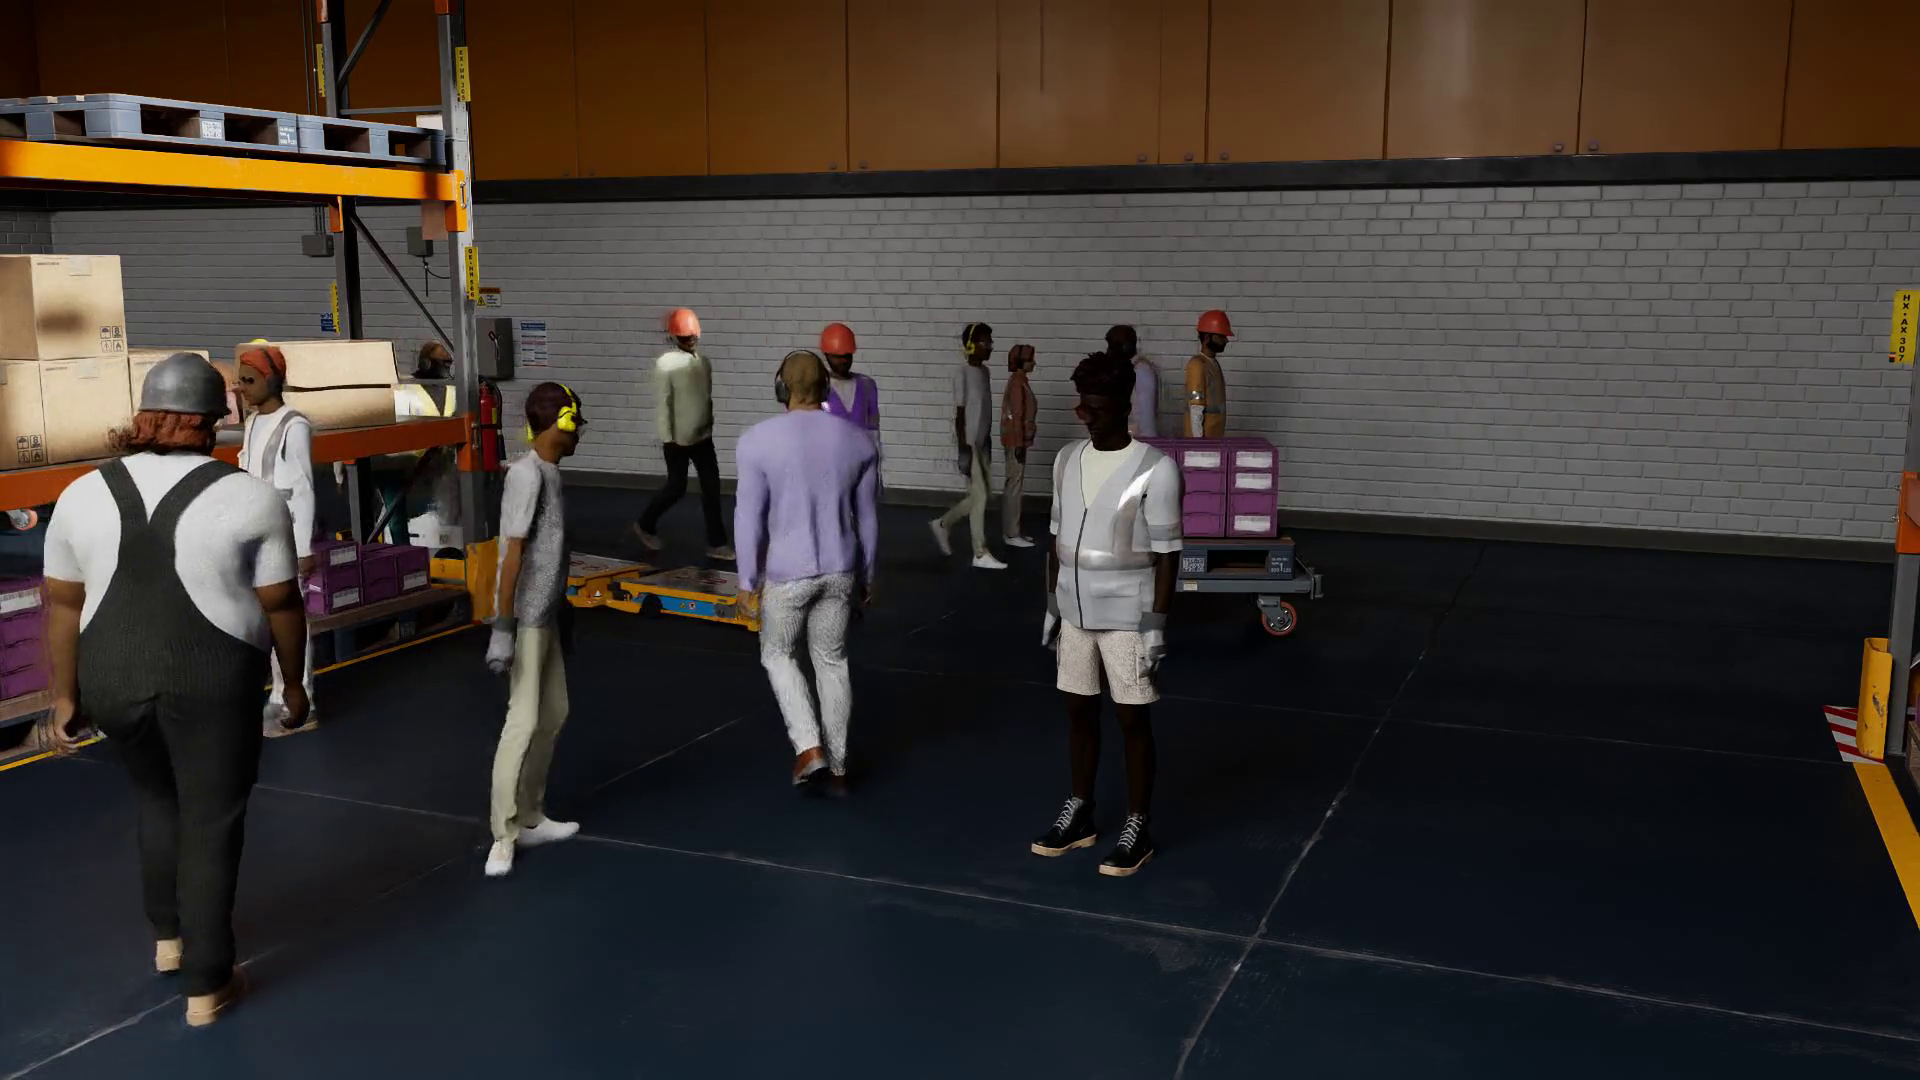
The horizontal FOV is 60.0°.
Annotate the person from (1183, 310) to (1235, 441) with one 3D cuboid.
[{"bbox_3d":[1.901,-0.783,12.705,0.373,1.933,0.551,4,10,21],"label":"person"}]

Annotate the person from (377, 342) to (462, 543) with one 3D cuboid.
[{"bbox_3d":[-3.808,-0.532,11.829,1.121,1.741,0.640,6,11,30],"label":"person"}]

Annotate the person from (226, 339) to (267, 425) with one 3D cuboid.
[{"bbox_3d":[-4.798,-0.501,11.498,0.305,1.772,0.527,6,11,31],"label":"person"}]

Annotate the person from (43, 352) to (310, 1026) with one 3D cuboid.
[{"bbox_3d":[-2.370,0.410,5.160,0.707,2.000,0.780,0,9,-2],"label":"person"}]

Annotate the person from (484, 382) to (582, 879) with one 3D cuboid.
[{"bbox_3d":[-1.626,0.329,6.299,0.398,1.829,0.707,0,9,0],"label":"person"}]

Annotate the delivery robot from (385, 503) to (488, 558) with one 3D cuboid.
[{"bbox_3d":[-3.786,-0.026,12.008,0.707,0.478,0.477,2,10,14],"label":"delivery robot"}]

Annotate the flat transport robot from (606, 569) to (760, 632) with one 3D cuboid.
[{"bbox_3d":[-1.544,0.370,10.751,1.431,0.197,0.652,6,11,33],"label":"flat transport robot"}]

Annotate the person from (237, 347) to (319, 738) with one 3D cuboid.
[{"bbox_3d":[-3.354,0.001,8.132,0.403,1.883,0.598,-8,13,-42],"label":"person"}]

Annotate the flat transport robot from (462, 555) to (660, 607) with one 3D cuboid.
[{"bbox_3d":[-2.766,0.246,11.499,1.431,0.197,0.652,7,12,37],"label":"flat transport robot"}]

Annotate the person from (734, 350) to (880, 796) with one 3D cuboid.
[{"bbox_3d":[-0.646,0.156,7.086,0.686,1.915,0.464,-5,11,-27],"label":"person"}]

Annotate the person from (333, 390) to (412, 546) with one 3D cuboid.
[{"bbox_3d":[-3.982,-0.458,11.288,0.528,1.760,0.338,-6,11,-32],"label":"person"}]

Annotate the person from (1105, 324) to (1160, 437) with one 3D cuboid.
[{"bbox_3d":[1.360,-0.769,12.990,0.487,1.821,0.673,-3,10,-19],"label":"person"}]

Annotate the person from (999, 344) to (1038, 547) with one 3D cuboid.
[{"bbox_3d":[0.475,-0.768,13.504,0.315,1.640,0.515,0,9,3],"label":"person"}]

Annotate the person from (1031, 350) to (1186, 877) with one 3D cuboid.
[{"bbox_3d":[0.548,0.270,6.250,0.602,1.960,0.368,9,13,42],"label":"person"}]

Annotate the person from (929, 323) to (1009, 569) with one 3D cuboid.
[{"bbox_3d":[0.065,-0.709,12.514,0.639,1.852,0.522,5,11,27],"label":"person"}]

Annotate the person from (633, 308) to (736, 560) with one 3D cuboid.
[{"bbox_3d":[-2.163,-0.816,12.862,0.863,1.961,0.634,6,11,33],"label":"person"}]

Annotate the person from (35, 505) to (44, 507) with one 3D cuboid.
[{"bbox_3d":[-8.467,-1.195,15.487,0.988,1.855,0.665,0,9,0],"label":"person"}]

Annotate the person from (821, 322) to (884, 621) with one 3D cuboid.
[{"bbox_3d":[-0.767,-0.450,10.740,0.568,1.910,0.585,-6,11,-31],"label":"person"}]

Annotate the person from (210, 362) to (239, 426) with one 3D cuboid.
[{"bbox_3d":[-5.143,-0.502,12.023,0.516,1.600,0.694,8,12,39],"label":"person"}]
